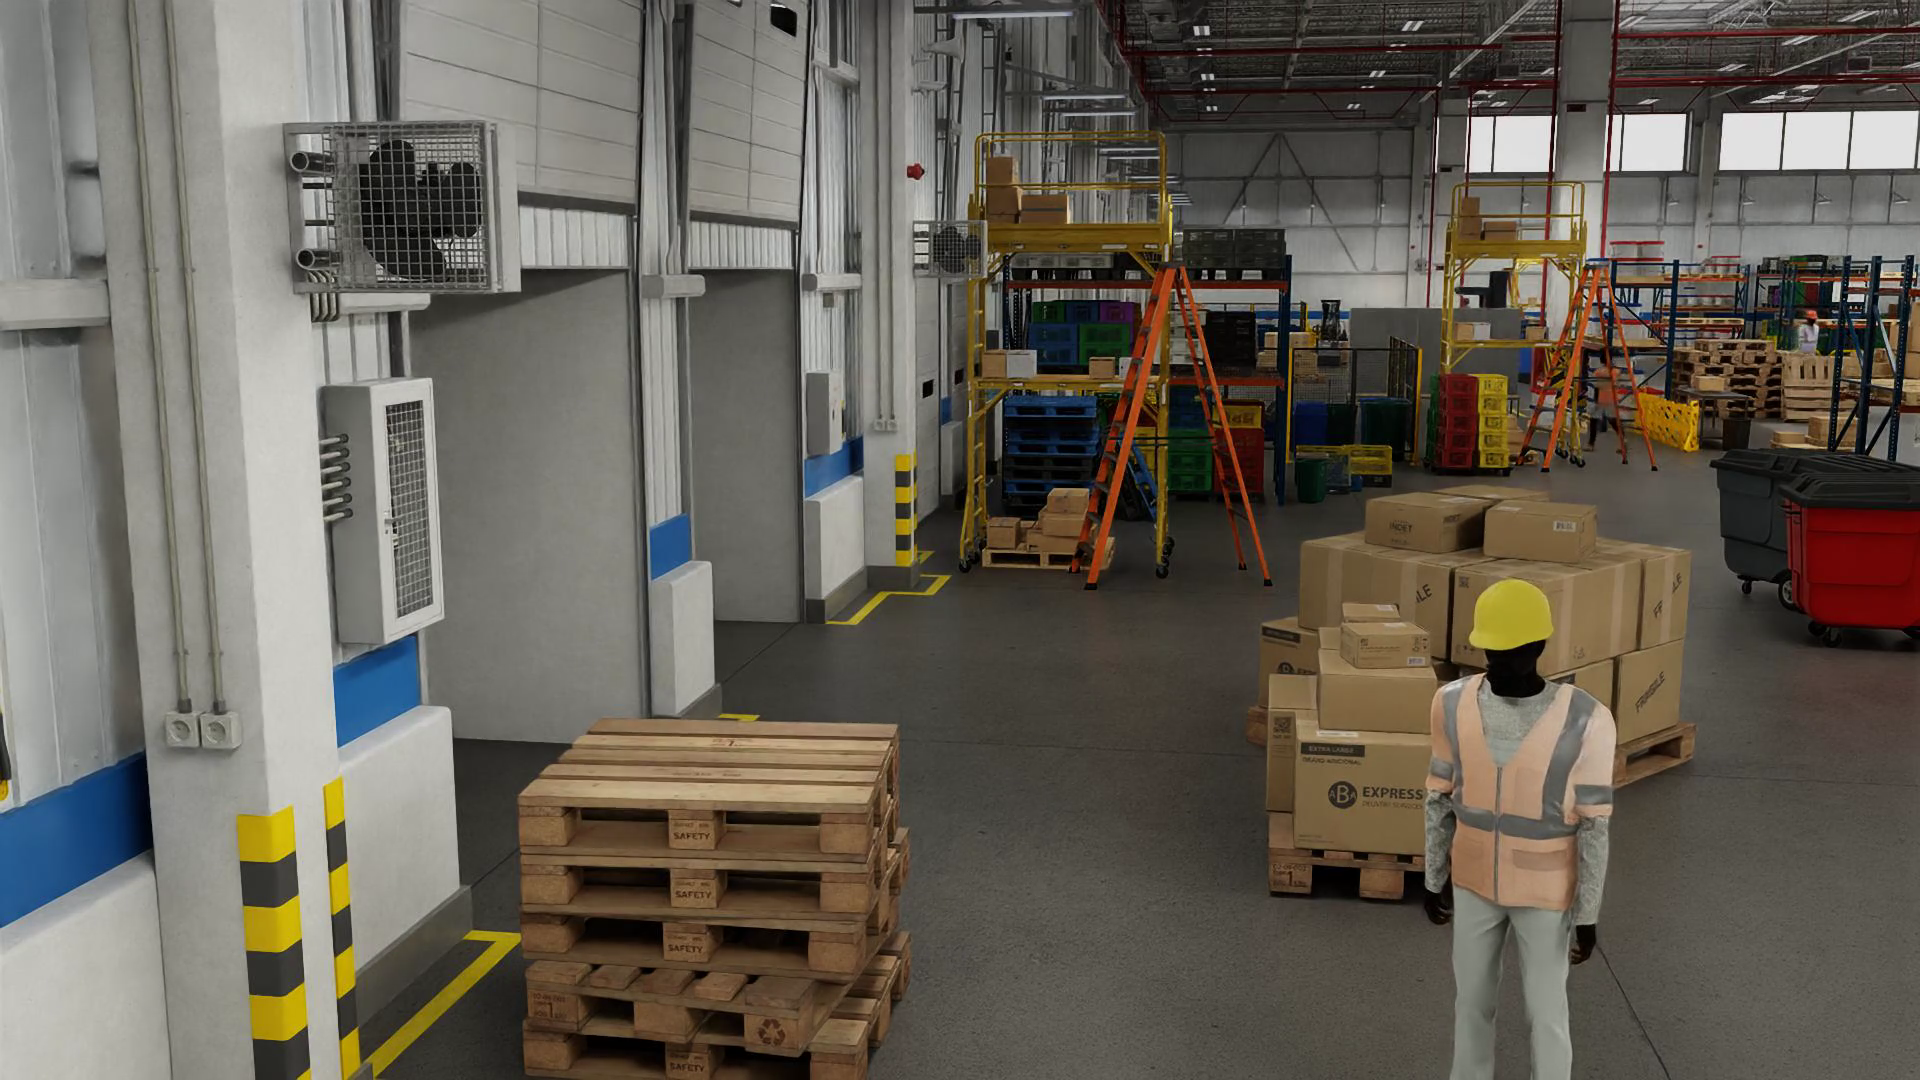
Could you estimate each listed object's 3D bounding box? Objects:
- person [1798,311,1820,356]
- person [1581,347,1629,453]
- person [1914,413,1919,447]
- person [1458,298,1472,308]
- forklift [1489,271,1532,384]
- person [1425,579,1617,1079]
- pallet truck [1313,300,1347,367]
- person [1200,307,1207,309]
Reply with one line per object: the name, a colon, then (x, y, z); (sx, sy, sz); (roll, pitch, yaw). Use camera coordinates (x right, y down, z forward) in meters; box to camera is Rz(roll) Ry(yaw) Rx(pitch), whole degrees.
person: (20.178, -4.493, 39.535); (0.563, 1.877, 1.046); (-1, 9, -9)
person: (10.083, -2.175, 25.875); (0.530, 1.673, 0.773); (-3, 10, -21)
person: (15.654, -2.355, 26.811); (0.320, 1.739, 0.485); (9, 13, 43)
person: (17.658, -7.496, 58.056); (0.643, 1.884, 1.015); (7, 12, 39)
forklift: (13.426, -5.323, 41.594); (1.873, 2.768, 1.129); (1, 9, 9)
person: (1.707, 1.063, 5.176); (0.585, 1.920, 0.395); (8, 12, 39)
pallet truck: (11.159, -6.200, 49.718); (0.823, 1.965, 1.885); (4, 10, 26)
person: (6.401, -5.224, 44.047); (0.545, 1.889, 0.944); (-4, 10, -23)
